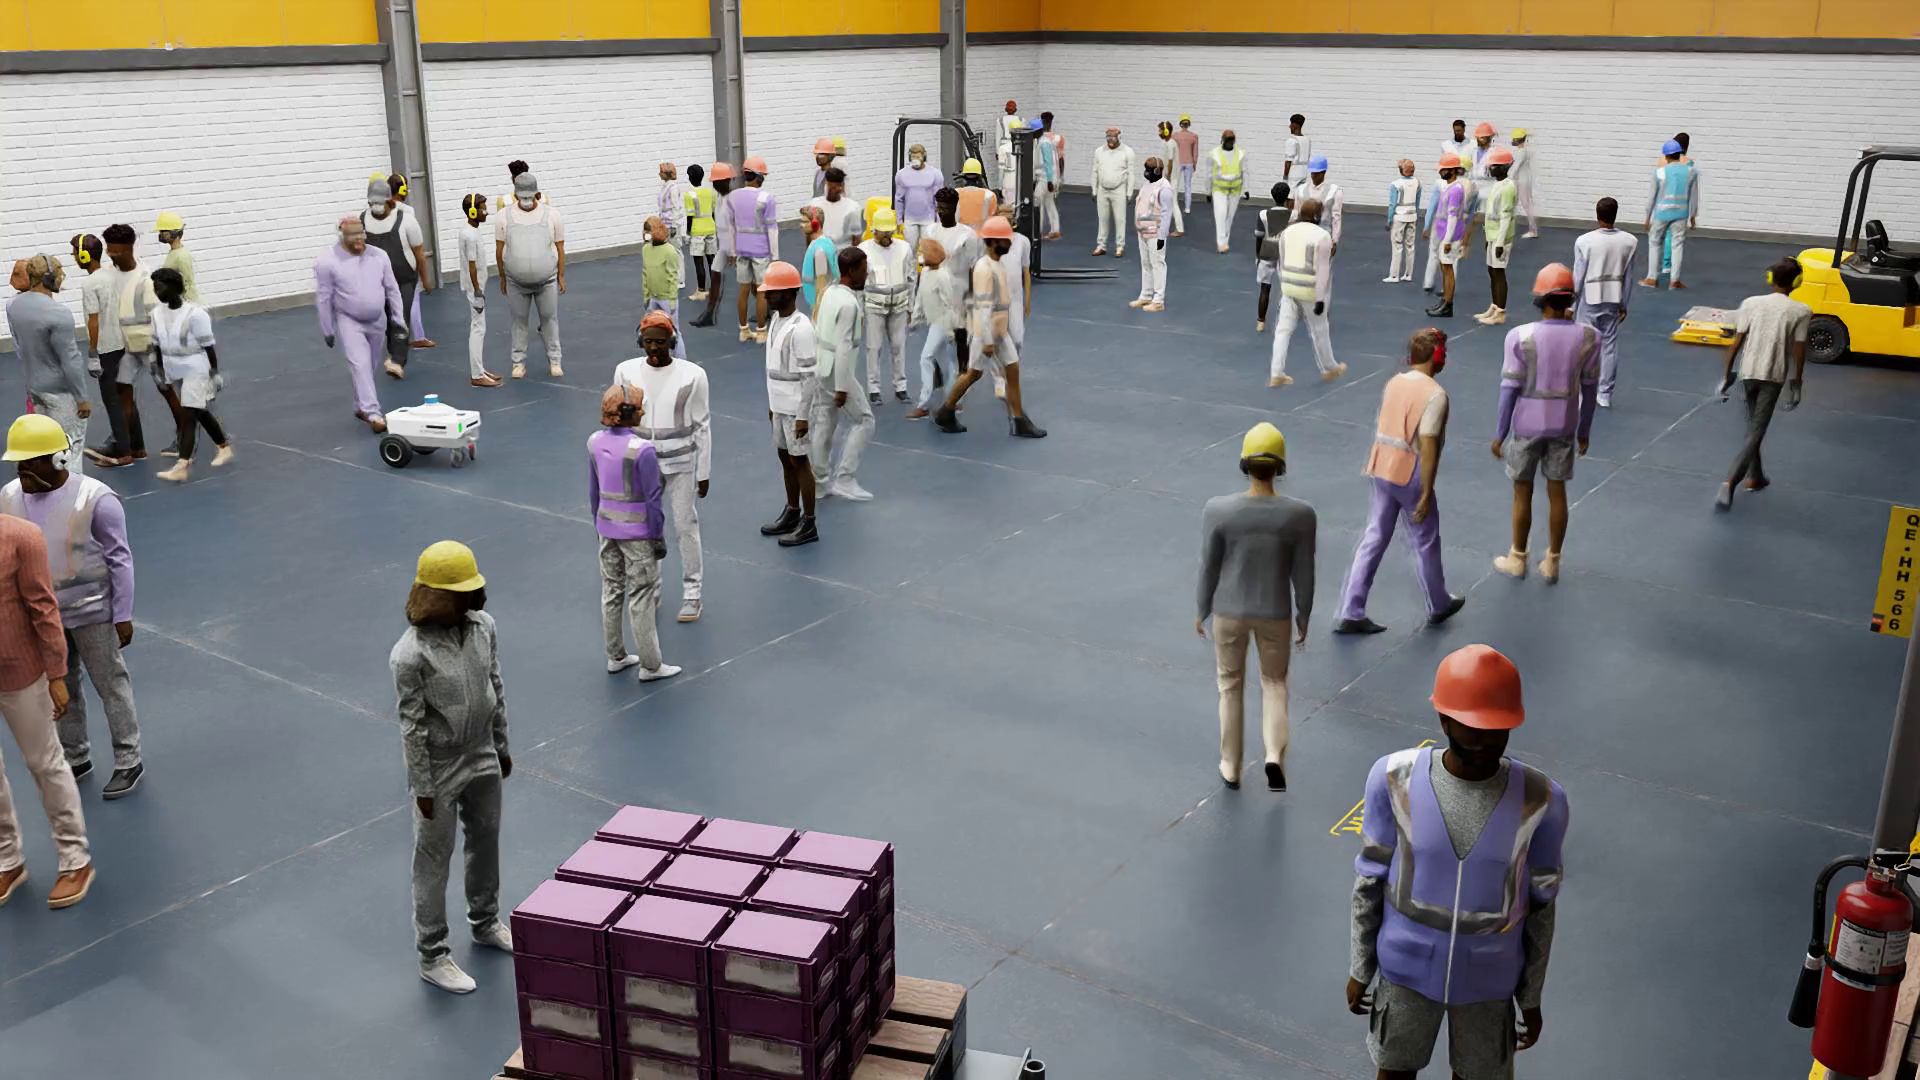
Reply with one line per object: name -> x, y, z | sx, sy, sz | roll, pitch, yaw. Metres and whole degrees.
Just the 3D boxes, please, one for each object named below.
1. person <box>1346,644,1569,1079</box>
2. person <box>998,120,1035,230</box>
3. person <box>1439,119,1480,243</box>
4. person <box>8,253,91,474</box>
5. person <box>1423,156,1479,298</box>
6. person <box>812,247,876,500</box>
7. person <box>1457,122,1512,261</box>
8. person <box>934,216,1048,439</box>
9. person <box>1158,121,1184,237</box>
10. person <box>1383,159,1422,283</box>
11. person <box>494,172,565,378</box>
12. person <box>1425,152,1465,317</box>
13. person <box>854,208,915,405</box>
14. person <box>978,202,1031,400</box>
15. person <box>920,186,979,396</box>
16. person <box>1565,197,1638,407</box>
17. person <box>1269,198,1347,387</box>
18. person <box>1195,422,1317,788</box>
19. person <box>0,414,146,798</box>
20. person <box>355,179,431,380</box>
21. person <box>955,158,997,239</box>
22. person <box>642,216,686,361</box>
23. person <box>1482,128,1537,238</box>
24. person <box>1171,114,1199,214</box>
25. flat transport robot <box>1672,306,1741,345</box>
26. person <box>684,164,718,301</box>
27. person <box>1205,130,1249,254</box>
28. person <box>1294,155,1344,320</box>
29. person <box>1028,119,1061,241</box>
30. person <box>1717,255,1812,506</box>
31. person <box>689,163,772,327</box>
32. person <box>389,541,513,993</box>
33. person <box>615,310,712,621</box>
person -> 1.364, 1.202, 4.657 | 0.552, 1.942, 0.343 | 5, 18, 16
person -> 0.853, -5.467, 25.560 | 0.589, 1.918, 0.403 | -6, 19, -17
person -> 7.808, -5.617, 26.053 | 0.607, 1.901, 0.409 | 8, 19, 23
person -> -6.373, -1.052, 11.732 | 0.636, 1.931, 0.377 | 11, 21, 31
person -> 6.196, -3.964, 21.094 | 0.664, 1.777, 0.670 | 2, 18, 5
person -> -0.869, -1.216, 12.314 | 0.576, 1.889, 0.600 | -7, 19, -20
person -> 7.693, -5.080, 24.251 | 1.063, 1.994, 0.618 | -8, 20, -25
person -> 0.236, -1.802, 14.137 | 0.993, 1.897, 0.556 | 6, 19, 19
person -> 3.407, -5.838, 26.881 | 0.485, 1.833, 0.677 | 2, 18, 6
person -> 5.914, -4.254, 22.209 | 0.514, 1.641, 0.309 | -8, 20, -24
person -> -4.232, -2.619, 16.449 | 0.678, 2.000, 0.537 | -4, 18, -12
person -> 5.775, -3.624, 19.776 | 0.389, 1.930, 0.544 | 3, 18, 9
person -> -0.698, -2.151, 15.352 | 0.605, 1.817, 0.403 | -7, 19, -20
person -> 0.411, -2.273, 15.711 | 0.519, 1.830, 0.603 | -1, 18, -3
person -> -0.115, -2.337, 15.689 | 0.607, 1.966, 0.367 | 10, 20, 29
person -> 5.851, -2.161, 15.218 | 0.591, 1.914, 0.383 | -2, 18, -7
person -> 3.406, -2.410, 16.179 | 0.933, 1.795, 0.652 | -13, 22, -36
person -> 1.355, 0.339, 7.668 | 0.534, 1.756, 0.475 | 1, 18, 3
person -> -4.082, 0.311, 7.620 | 0.601, 1.829, 0.403 | 3, 18, 8
person -> -5.711, -2.655, 16.563 | 0.691, 2.000, 1.148 | 1, 18, 3
person -> 0.134, -3.410, 19.143 | 0.603, 1.913, 0.425 | -1, 18, -2
person -> -2.925, -2.358, 16.313 | 0.500, 1.623, 0.305 | 15, 23, 38
person -> 8.897, -5.715, 26.666 | 0.915, 1.713, 0.531 | 6, 19, 18
person -> 3.990, -6.727, 29.768 | 0.531, 1.754, 0.342 | -2, 18, -6
flat transport robot -> 8.482, -2.417, 18.678 | 0.652, 0.197, 1.431 | 11, 21, 30
person -> -3.251, -3.845, 20.848 | 0.321, 1.692, 0.530 | 12, 21, 33
person -> 4.024, -5.235, 25.018 | 0.631, 1.815, 0.745 | -2, 18, -6
person -> 4.148, -3.509, 19.403 | 0.599, 1.939, 0.414 | 12, 22, 34
person -> 1.243, -5.658, 26.186 | 0.806, 1.890, 0.621 | -1, 18, -3
person -> 5.915, -1.176, 12.321 | 0.948, 1.820, 0.555 | -15, 23, -40
person -> -2.631, -3.396, 19.160 | 1.012, 1.879, 0.544 | -11, 21, -31
person -> -1.847, 0.827, 6.171 | 0.337, 1.735, 0.485 | 9, 20, 27
person -> -1.755, -0.436, 9.889 | 0.581, 1.879, 0.347 | 3, 18, 9
